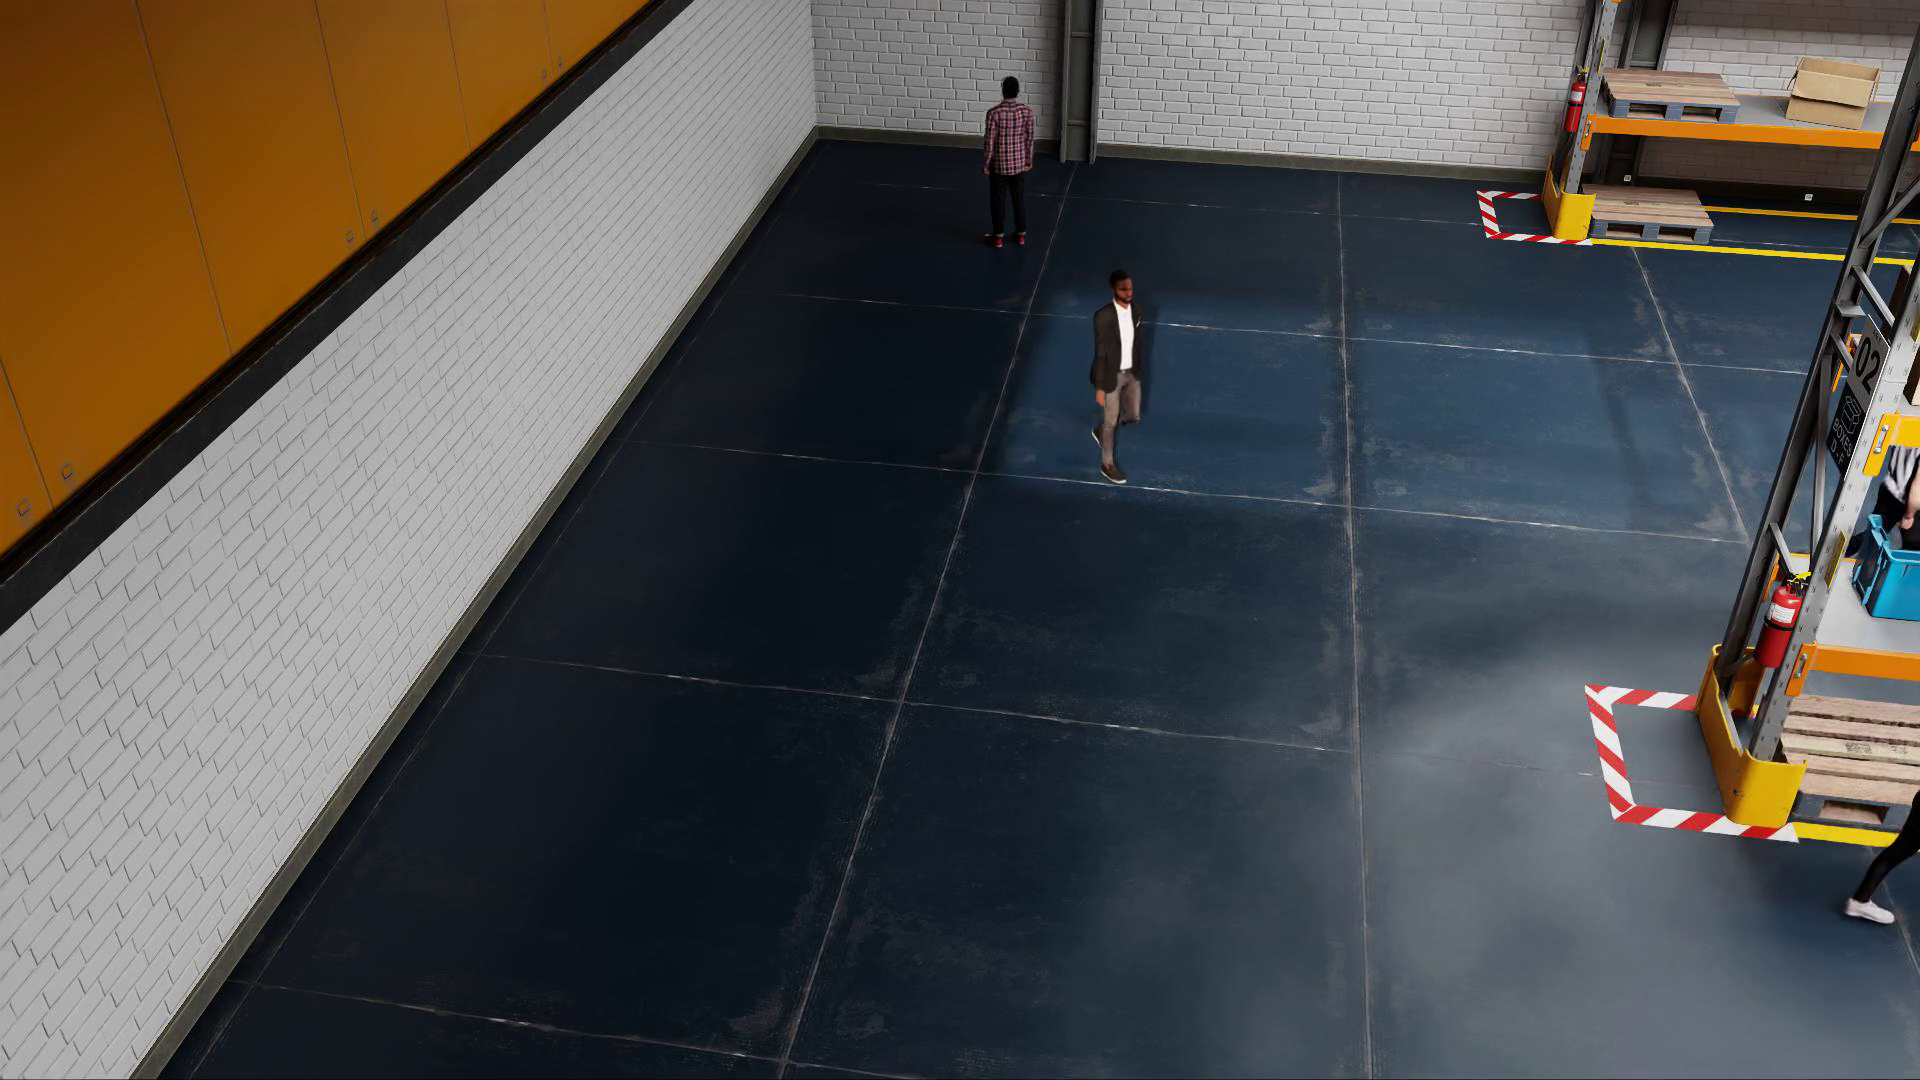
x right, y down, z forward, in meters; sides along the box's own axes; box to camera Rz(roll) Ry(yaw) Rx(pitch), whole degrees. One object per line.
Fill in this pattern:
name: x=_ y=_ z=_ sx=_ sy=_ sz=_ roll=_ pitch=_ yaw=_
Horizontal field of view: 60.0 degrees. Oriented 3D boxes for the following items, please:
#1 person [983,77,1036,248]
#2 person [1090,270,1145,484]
person: x=0.480 y=-3.853 z=16.958 sx=0.726 sy=1.757 sz=0.851 roll=-14 pitch=36 yaw=-20
person: x=1.171 y=-1.310 z=13.104 sx=0.884 sy=1.787 sz=0.943 roll=-21 pitch=39 yaw=-28
